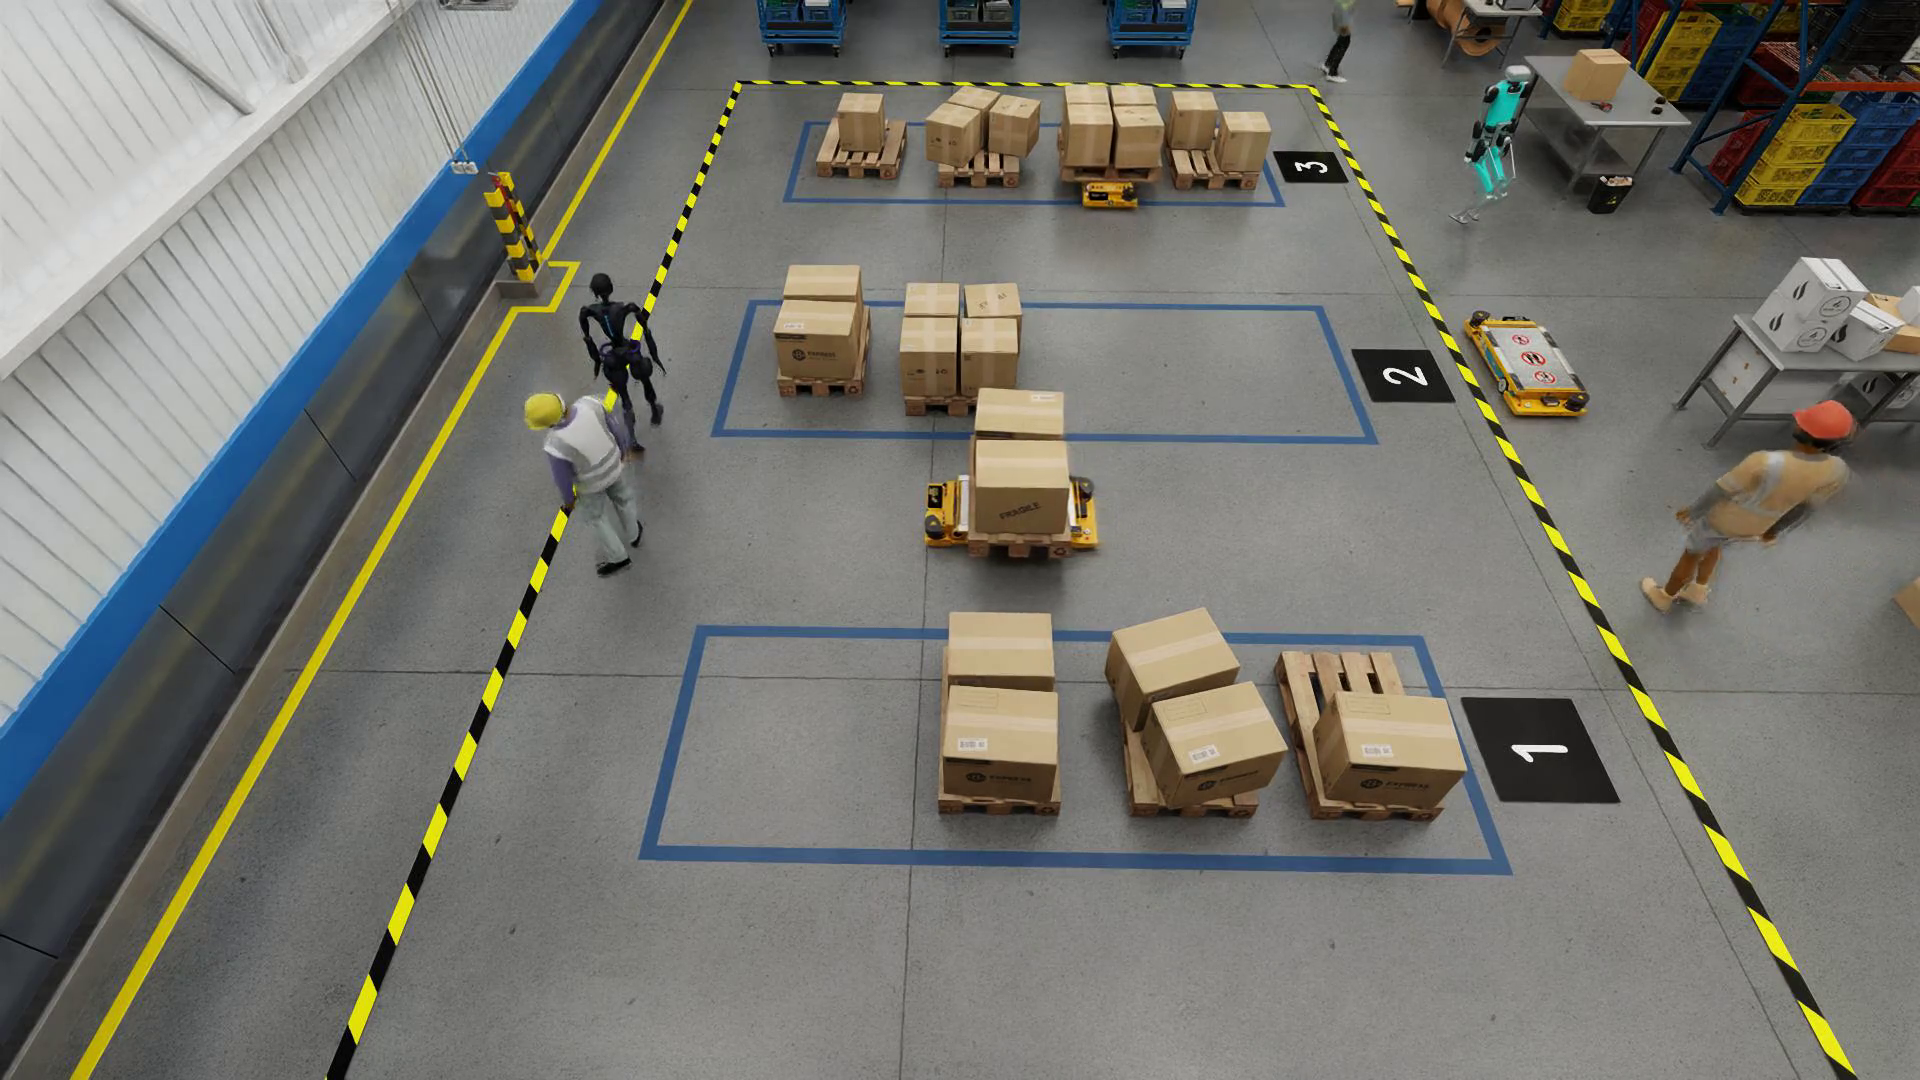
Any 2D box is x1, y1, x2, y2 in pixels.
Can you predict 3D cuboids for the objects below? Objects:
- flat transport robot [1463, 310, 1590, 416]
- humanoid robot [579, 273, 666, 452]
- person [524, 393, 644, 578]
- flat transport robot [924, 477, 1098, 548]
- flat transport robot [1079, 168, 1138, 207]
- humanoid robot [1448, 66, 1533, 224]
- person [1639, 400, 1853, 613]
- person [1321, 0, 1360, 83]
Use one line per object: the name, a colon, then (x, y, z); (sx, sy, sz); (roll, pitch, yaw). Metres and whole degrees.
flat transport robot: (5.573, -1.757, 9.054); (0.659, 0.231, 1.431); (1, 49, 1)
humanoid robot: (-2.905, -1.528, 7.942); (0.612, 1.637, 0.677); (-7, 49, -6)
person: (-2.785, -0.489, 6.965); (0.406, 1.777, 0.666); (23, 53, 18)
flat transport robot: (0.424, -0.250, 7.731); (1.431, 0.197, 0.652); (1, 49, 1)
flat transport robot: (1.838, -4.650, 11.539); (0.652, 0.197, 1.431); (1, 49, 1)
humanoid robot: (5.999, -4.301, 10.199); (0.533, 1.673, 0.735); (-11, 50, -10)
person: (5.536, -0.194, 6.544); (0.603, 2.028, 0.444); (0, 49, 0)
person: (5.476, -7.400, 12.922); (0.435, 1.819, 0.612); (21, 52, 17)
